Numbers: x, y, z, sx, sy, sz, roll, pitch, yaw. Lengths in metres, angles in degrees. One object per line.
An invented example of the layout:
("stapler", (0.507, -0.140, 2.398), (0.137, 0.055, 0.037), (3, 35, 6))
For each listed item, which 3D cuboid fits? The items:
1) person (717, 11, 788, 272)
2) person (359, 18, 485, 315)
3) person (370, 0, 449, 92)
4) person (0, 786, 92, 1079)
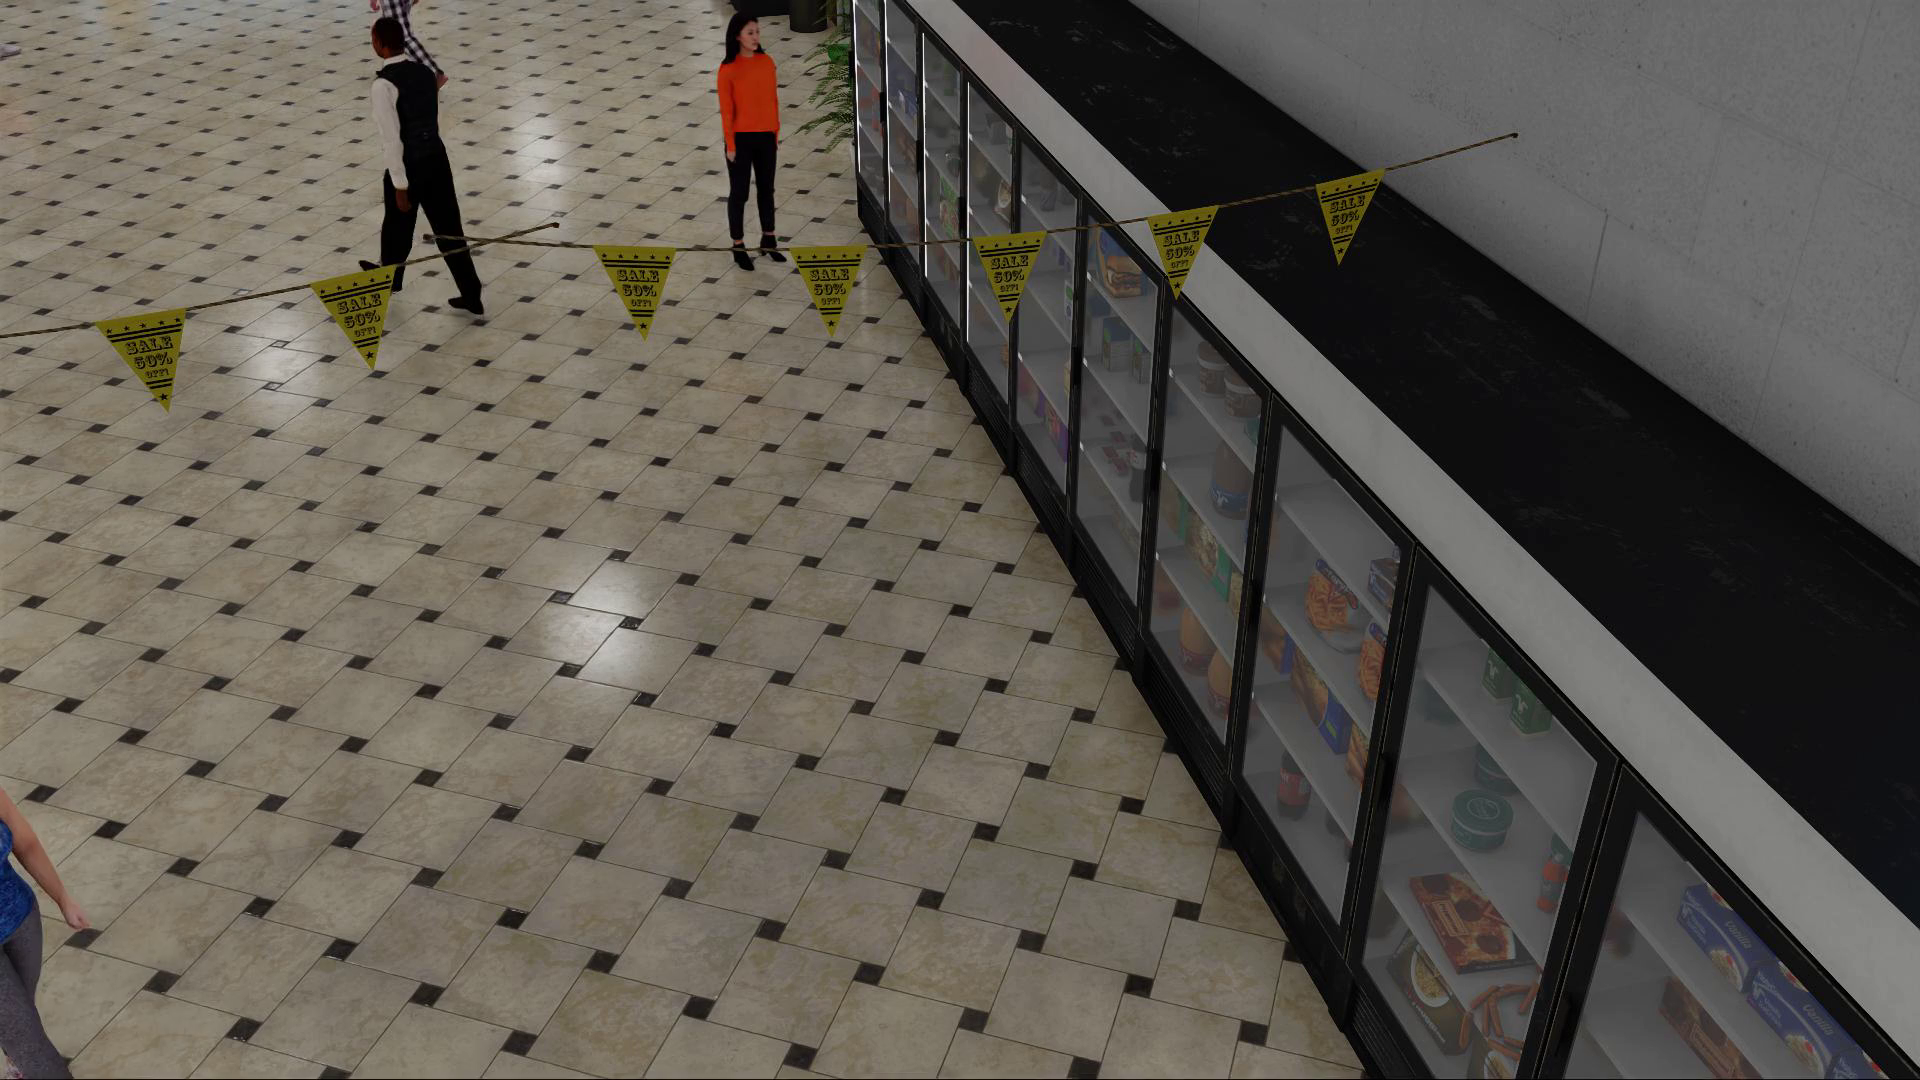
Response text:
("person", (-1.448, -2.736, 11.392), (0.635, 1.747, 0.761), (-24, 39, -33))
("person", (-3.383, -2.315, 10.604), (1.316, 1.865, 1.266), (17, 36, 26))
("person", (-4.937, -4.844, 14.719), (1.180, 1.812, 1.088), (15, 35, 22))
("person", (-3.084, 1.215, 5.197), (1.009, 1.583, 0.895), (12, 34, 19))
